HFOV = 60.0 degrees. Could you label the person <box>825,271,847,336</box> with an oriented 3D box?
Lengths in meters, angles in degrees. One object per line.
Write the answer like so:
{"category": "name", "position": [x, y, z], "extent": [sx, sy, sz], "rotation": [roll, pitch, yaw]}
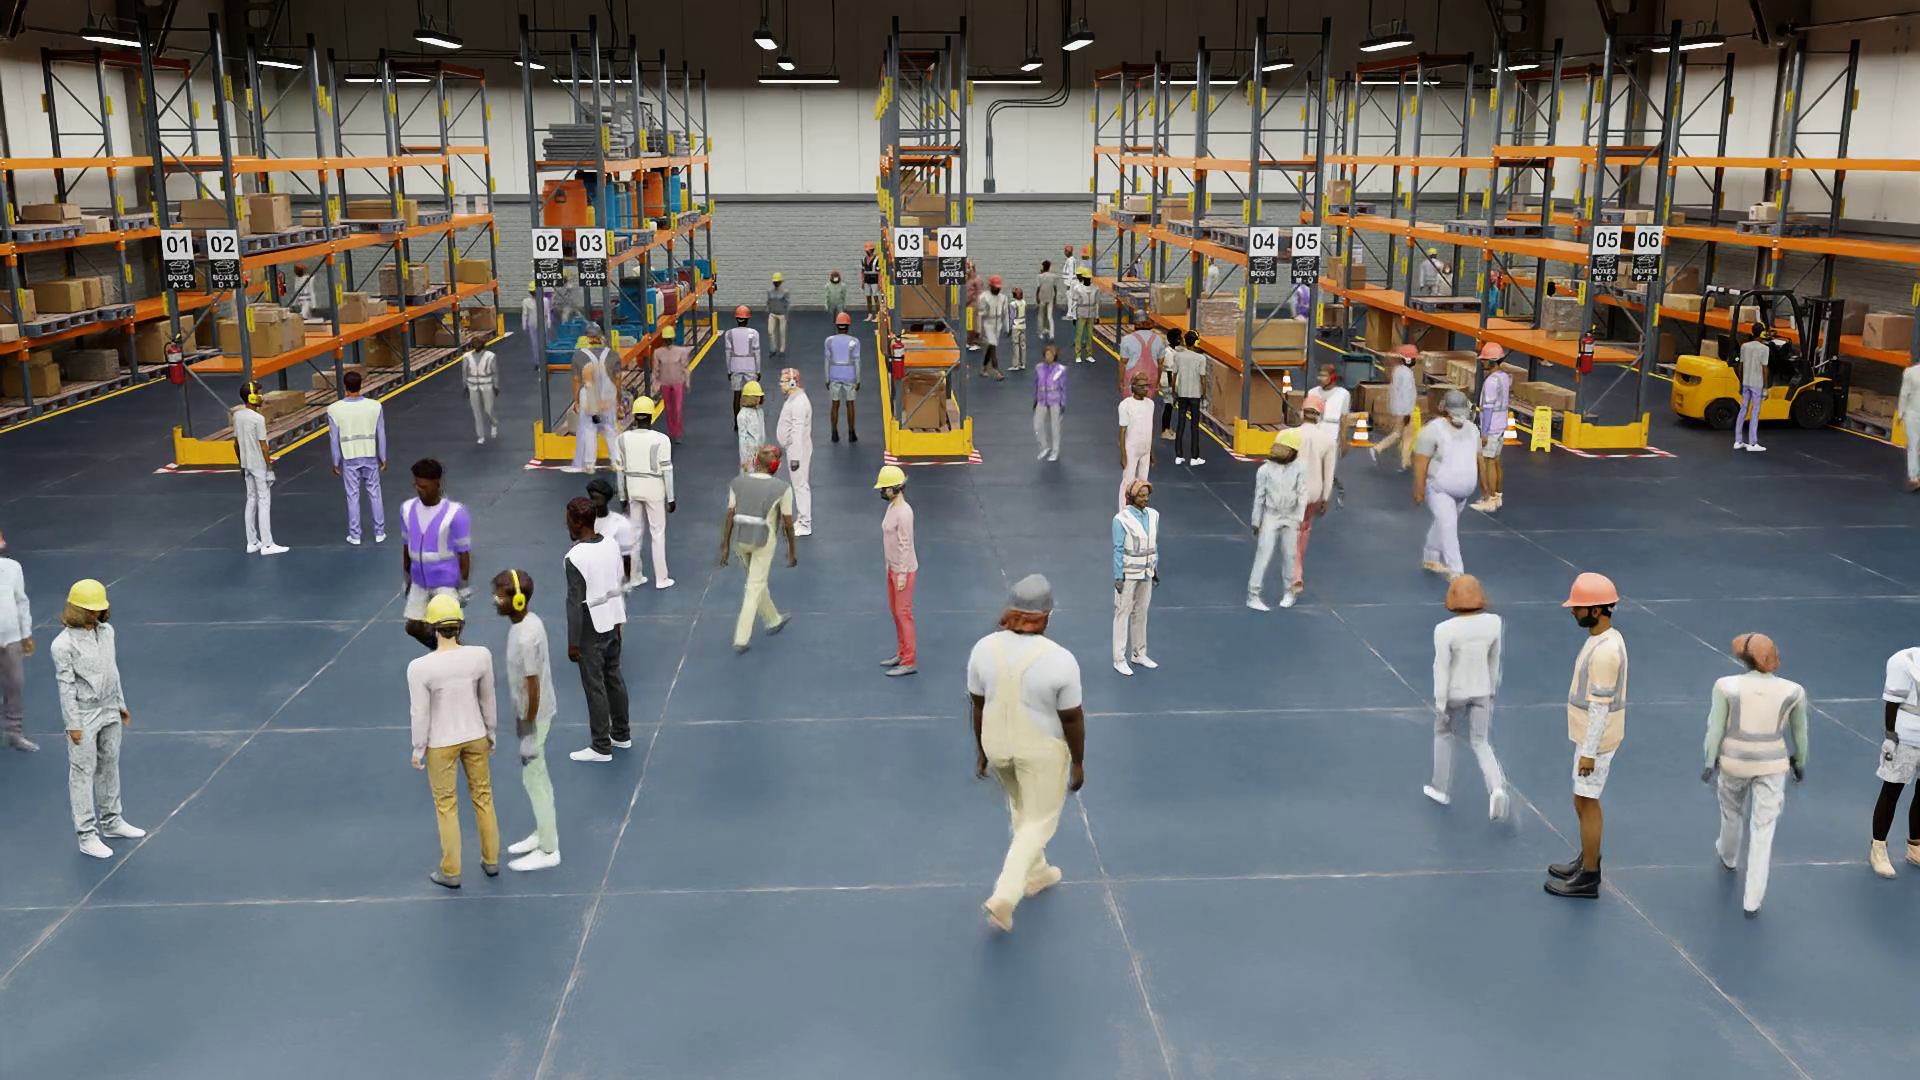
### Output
{"category": "person", "position": [-2.776, -5.196, 37.209], "extent": [0.500, 1.605, 0.741], "rotation": [-2, 13, -6]}

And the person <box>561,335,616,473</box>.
{"category": "person", "position": [-4.876, -1.818, 22.326], "extent": [0.985, 1.886, 0.588], "rotation": [2, 13, 8]}

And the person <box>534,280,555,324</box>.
{"category": "person", "position": [-10.276, -6.213, 41.230], "extent": [0.569, 1.745, 0.341], "rotation": [-9, 16, -35]}

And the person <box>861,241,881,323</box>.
{"category": "person", "position": [-2.234, -6.455, 41.647], "extent": [0.611, 2.031, 0.411], "rotation": [9, 16, 33]}

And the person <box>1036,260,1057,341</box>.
{"category": "person", "position": [1.986, -5.450, 37.817], "extent": [0.530, 1.833, 0.933], "rotation": [-2, 13, -10]}

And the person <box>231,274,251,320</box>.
{"category": "person", "position": [-13.839, -4.185, 32.122], "extent": [0.402, 1.988, 0.620], "rotation": [-7, 15, -26]}

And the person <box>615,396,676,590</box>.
{"category": "person", "position": [-3.111, -0.466, 16.509], "extent": [0.590, 1.919, 0.395], "rotation": [4, 14, 17]}

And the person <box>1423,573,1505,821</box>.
{"category": "person", "position": [3.330, 1.021, 10.862], "extent": [0.506, 1.606, 0.703], "rotation": [-2, 13, -10]}

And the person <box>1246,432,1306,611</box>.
{"category": "person", "position": [3.027, -0.177, 15.764], "extent": [0.524, 1.710, 0.383], "rotation": [-5, 14, -21]}

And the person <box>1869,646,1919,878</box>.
{"category": "person", "position": [5.760, 1.194, 9.954], "extent": [0.531, 1.692, 0.320], "rotation": [-1, 13, -5]}

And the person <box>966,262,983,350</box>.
{"category": "person", "position": [0.238, -5.068, 36.036], "extent": [0.400, 1.905, 0.643], "rotation": [-7, 15, -27]}

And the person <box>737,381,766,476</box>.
{"category": "person", "position": [-2.333, -0.935, 18.865], "extent": [0.295, 1.743, 0.492], "rotation": [5, 14, 21]}

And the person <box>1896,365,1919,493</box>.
{"category": "person", "position": [12.299, -1.551, 21.199], "extent": [0.637, 1.876, 1.005], "rotation": [7, 15, 28]}

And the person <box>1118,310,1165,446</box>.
{"category": "person", "position": [2.613, -2.362, 24.276], "extent": [0.689, 2.000, 0.535], "rotation": [-4, 14, -17]}

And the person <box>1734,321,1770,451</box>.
{"category": "person", "position": [11.484, -2.221, 24.045], "extent": [0.328, 1.872, 0.513], "rotation": [-6, 14, -23]}

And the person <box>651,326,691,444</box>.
{"category": "person", "position": [-4.275, -2.267, 24.501], "extent": [0.551, 1.730, 0.828], "rotation": [0, 13, 1]}

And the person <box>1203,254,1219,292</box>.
{"category": "person", "position": [5.797, -5.702, 38.743], "extent": [0.401, 1.899, 0.636], "rotation": [5, 14, 21]}

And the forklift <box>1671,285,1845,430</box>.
{"category": "forklift", "position": [12.503, -2.886, 26.166], "extent": [2.313, 2.155, 1.214], "rotation": [-1, 13, -3]}

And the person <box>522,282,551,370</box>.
{"category": "person", "position": [-8.316, -4.176, 32.592], "extent": [0.544, 1.743, 0.664], "rotation": [0, 13, -1]}

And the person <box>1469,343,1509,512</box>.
{"category": "person", "position": [6.382, -1.360, 20.057], "extent": [0.419, 2.034, 0.604], "rotation": [8, 15, 30]}

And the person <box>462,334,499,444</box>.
{"category": "person", "position": [-7.105, -2.242, 24.656], "extent": [0.519, 1.628, 0.411], "rotation": [-1, 13, -2]}

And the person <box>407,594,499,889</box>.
{"category": "person", "position": [-2.997, 1.182, 9.848], "extent": [0.533, 1.767, 0.324], "rotation": [-11, 17, -40]}

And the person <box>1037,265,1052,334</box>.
{"category": "person", "position": [2.003, -5.670, 39.176], "extent": [0.314, 1.630, 0.517], "rotation": [6, 15, 25]}

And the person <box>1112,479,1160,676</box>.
{"category": "person", "position": [1.463, 0.297, 13.871], "extent": [0.517, 1.641, 0.308], "rotation": [-12, 18, -40]}

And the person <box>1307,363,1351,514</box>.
{"category": "person", "position": [4.370, -1.195, 19.787], "extent": [0.595, 1.828, 0.552], "rotation": [12, 18, 40]}

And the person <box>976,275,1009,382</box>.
{"category": "person", "position": [0.622, -4.003, 31.374], "extent": [0.615, 1.976, 1.098], "rotation": [-7, 15, -28]}

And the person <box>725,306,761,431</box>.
{"category": "person", "position": [-3.338, -2.644, 25.691], "extent": [0.548, 1.938, 0.358], "rotation": [1, 13, 3]}

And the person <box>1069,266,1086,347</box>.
{"category": "person", "position": [2.650, -5.123, 36.561], "extent": [0.522, 1.769, 0.311], "rotation": [13, 18, 43]}

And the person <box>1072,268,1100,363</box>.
{"category": "person", "position": [2.576, -4.575, 33.891], "extent": [0.596, 1.925, 0.372], "rotation": [-5, 14, -20]}

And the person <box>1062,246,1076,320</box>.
{"category": "person", "position": [2.776, -6.540, 42.309], "extent": [0.355, 1.885, 0.575], "rotation": [1, 13, 2]}

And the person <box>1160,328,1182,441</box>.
{"category": "person", "position": [3.159, -2.335, 24.922], "extent": [0.319, 1.688, 0.538], "rotation": [3, 14, 11]}

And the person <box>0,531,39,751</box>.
{"category": "person", "position": [-7.032, 0.695, 12.000], "extent": [0.575, 1.728, 0.561], "rotation": [6, 14, 22]}
